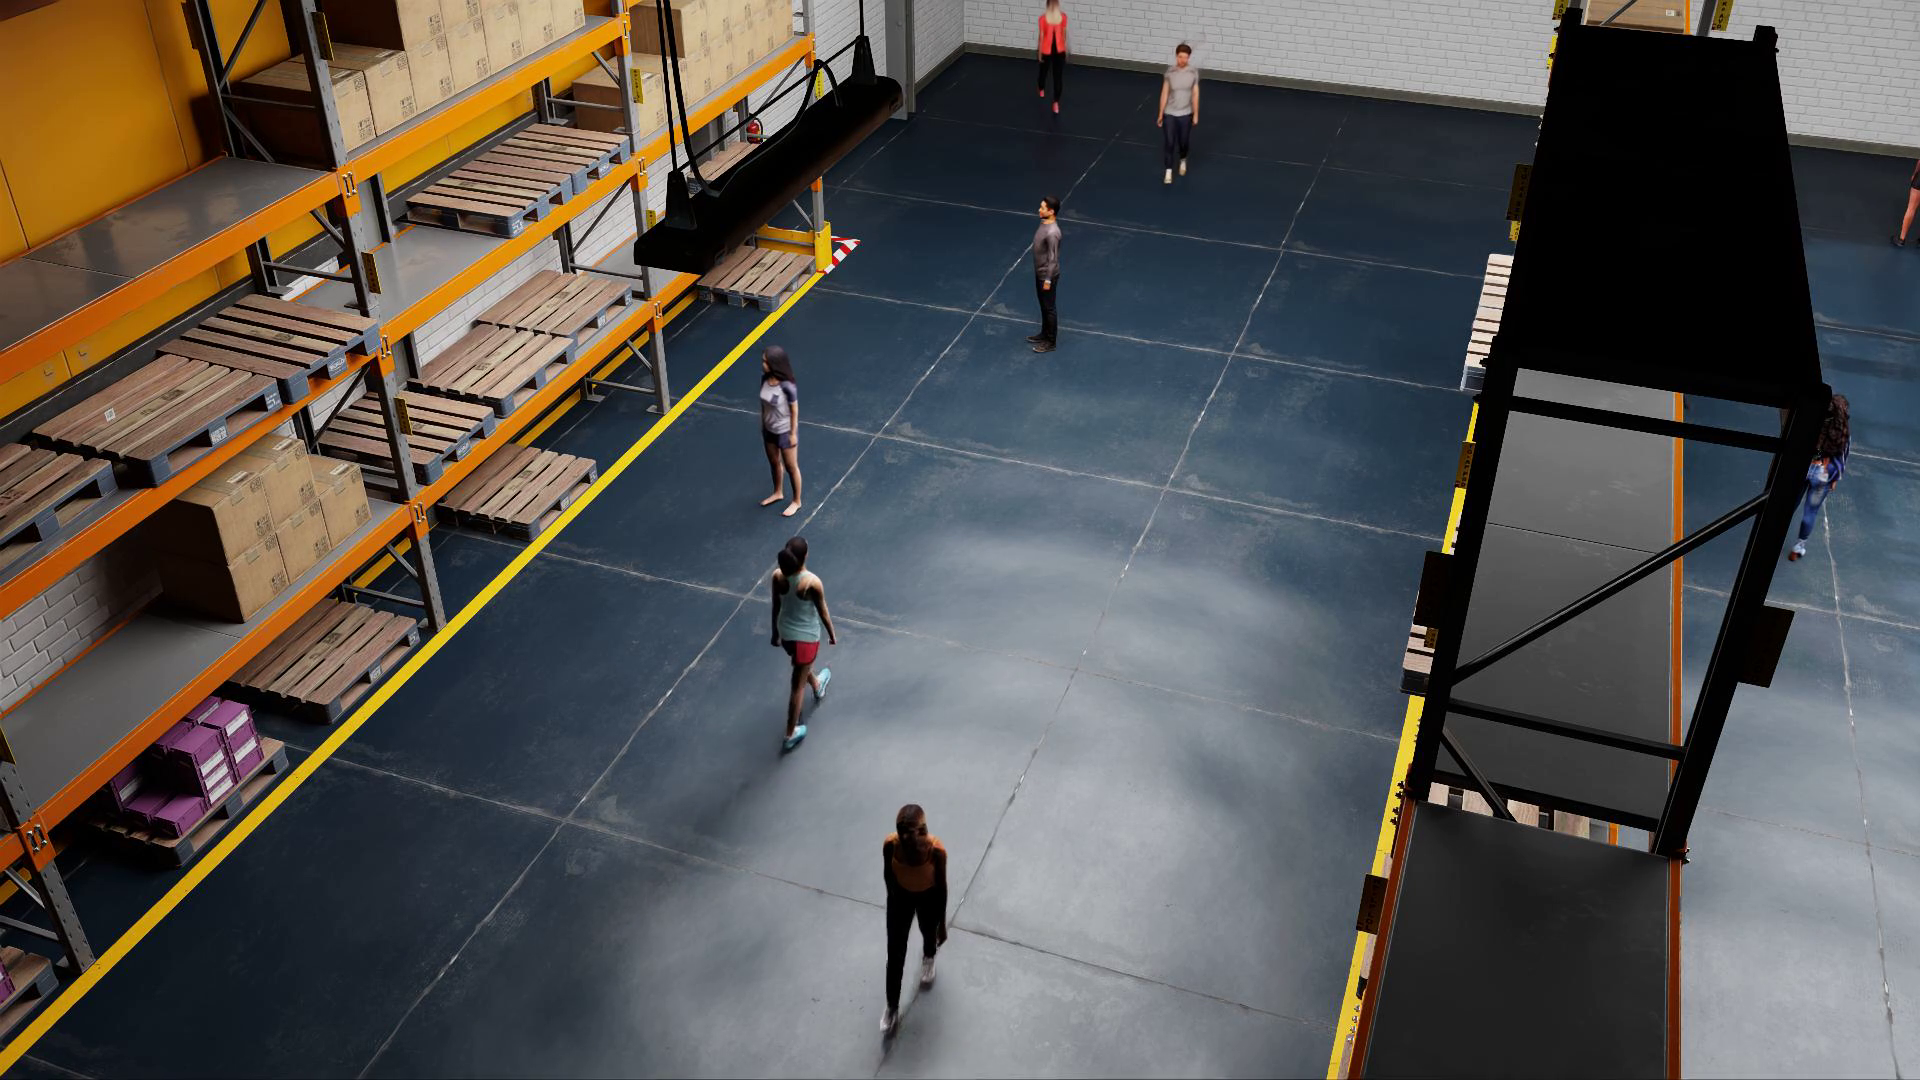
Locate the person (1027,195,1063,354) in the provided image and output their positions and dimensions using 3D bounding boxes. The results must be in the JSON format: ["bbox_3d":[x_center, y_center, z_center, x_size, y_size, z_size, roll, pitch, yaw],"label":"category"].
[{"bbox_3d":[0.953,-2.898,18.043,0.774,1.768,0.650,-17,37,-24],"label":"person"}]

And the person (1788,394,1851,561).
[{"bbox_3d":[7.519,-0.568,14.672,0.684,1.620,0.664,25,41,32],"label":"person"}]

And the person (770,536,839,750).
[{"bbox_3d":[-1.250,0.800,12.523,0.665,1.720,1.115,14,36,20],"label":"person"}]

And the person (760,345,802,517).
[{"bbox_3d":[-1.646,-1.034,15.294,0.667,1.707,0.655,27,42,35],"label":"person"}]

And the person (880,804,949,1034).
[{"bbox_3d":[-0.243,2.227,10.488,0.688,1.596,1.012,6,34,8],"label":"person"}]

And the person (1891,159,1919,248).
[{"bbox_3d":[11.907,-4.436,20.382,0.627,1.741,0.577,5,34,8],"label":"person"}]

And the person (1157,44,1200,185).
[{"bbox_3d":[2.915,-5.715,22.182,0.720,1.877,0.755,8,34,12],"label":"person"}]

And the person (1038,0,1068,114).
[{"bbox_3d":[1.381,-7.133,24.532,0.946,1.639,1.228,-3,34,-4],"label":"person"}]
